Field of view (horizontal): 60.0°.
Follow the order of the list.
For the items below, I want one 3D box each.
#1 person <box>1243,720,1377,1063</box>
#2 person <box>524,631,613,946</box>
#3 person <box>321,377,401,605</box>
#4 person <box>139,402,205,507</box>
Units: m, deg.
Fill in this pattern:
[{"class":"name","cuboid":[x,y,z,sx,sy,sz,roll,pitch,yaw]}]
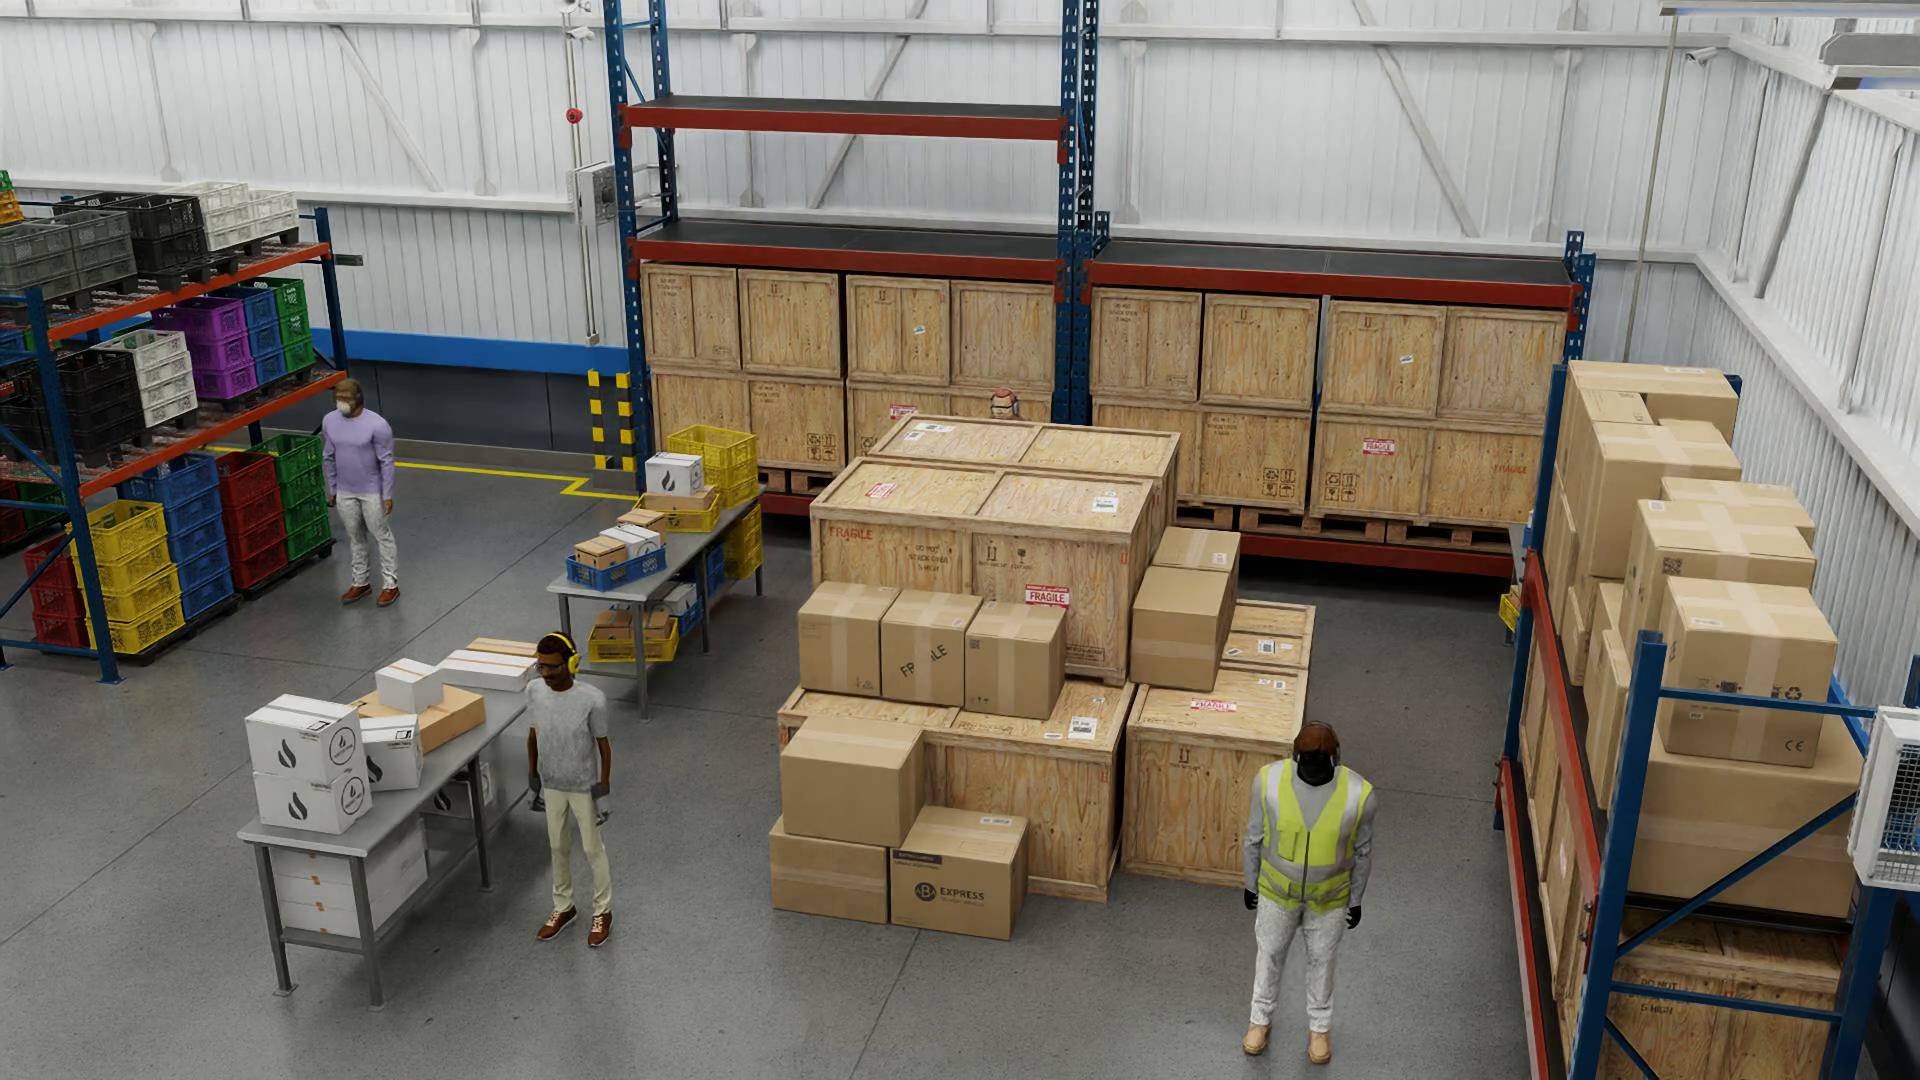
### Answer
[{"class":"person","cuboid":[1.710,1.741,8.269,0.626,1.844,0.429,5,21,13]},{"class":"person","cuboid":[-2.165,1.371,9.197,0.514,1.872,0.328,5,21,13]},{"class":"person","cuboid":[-4.947,-0.403,13.750,0.635,1.938,0.357,5,21,13]},{"class":"person","cuboid":[-7.167,-0.902,15.136,0.598,1.874,0.368,-14,25,-32]}]
